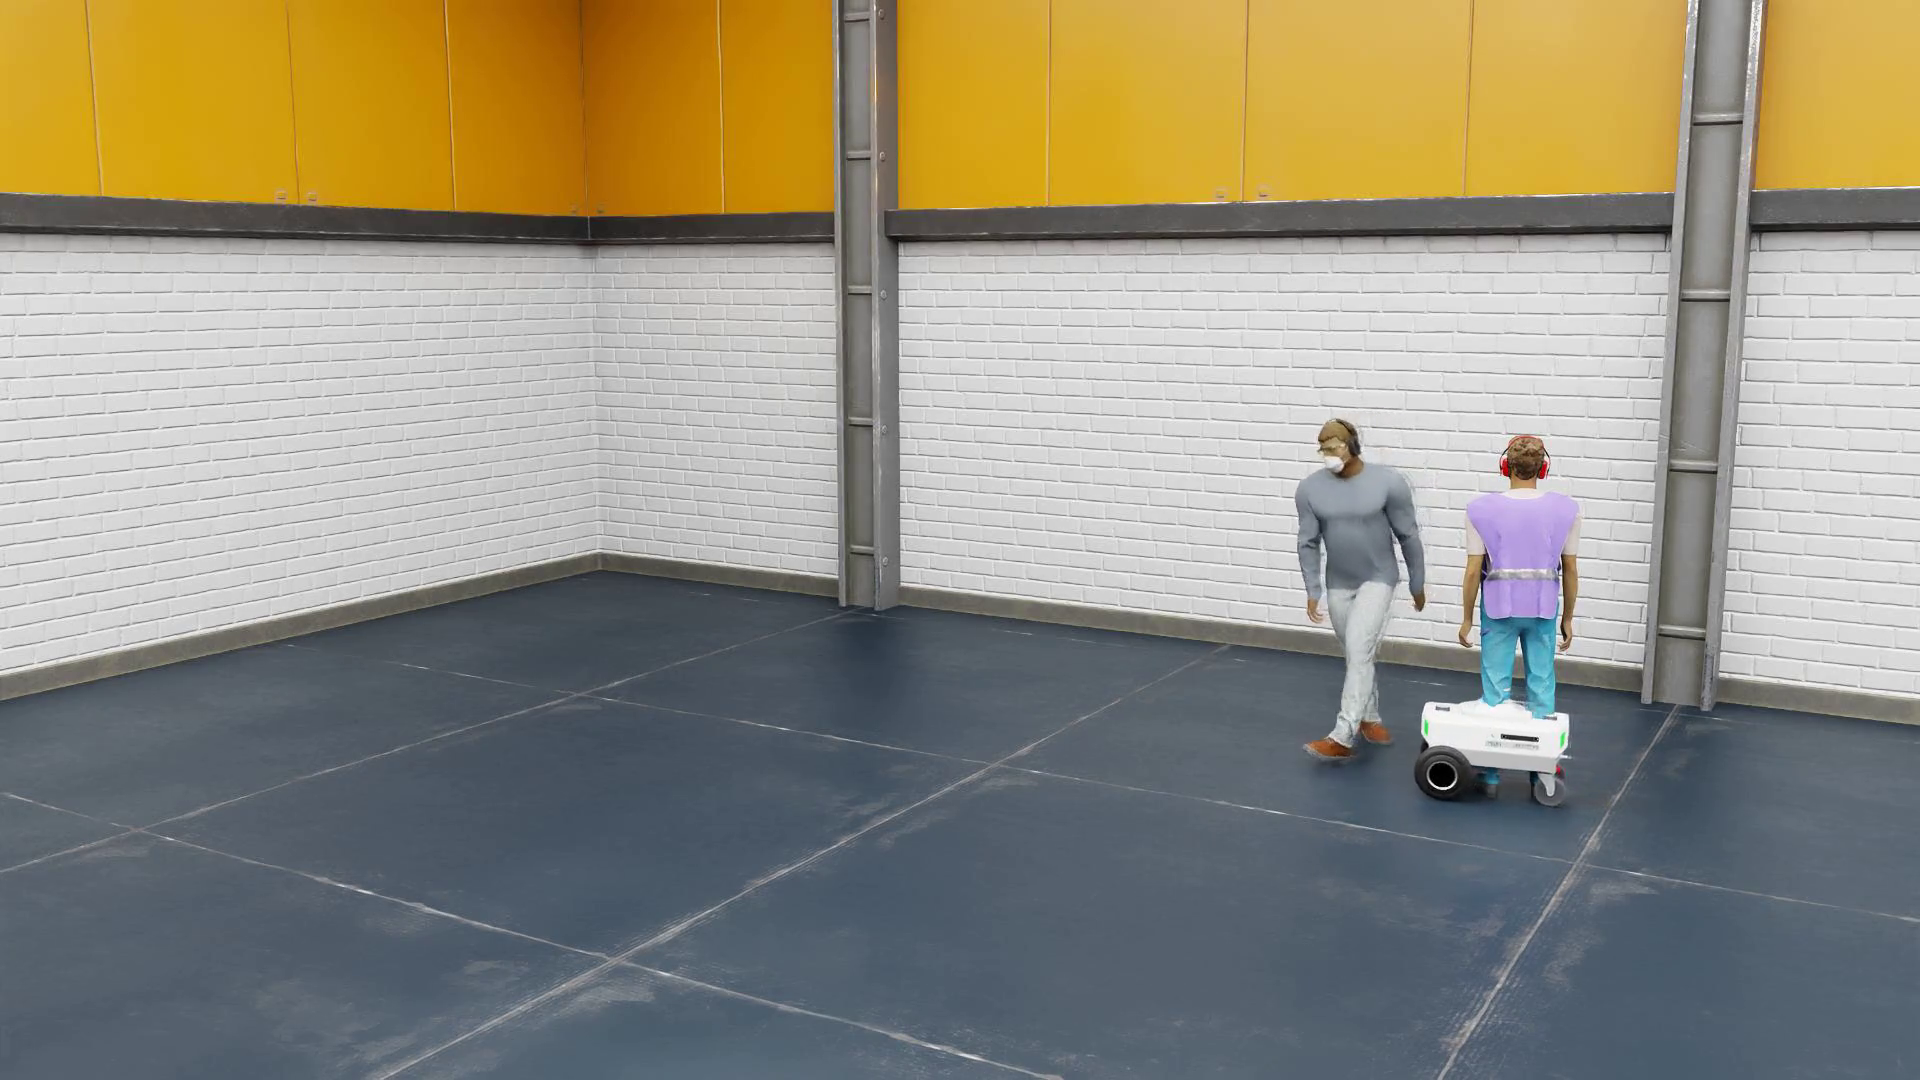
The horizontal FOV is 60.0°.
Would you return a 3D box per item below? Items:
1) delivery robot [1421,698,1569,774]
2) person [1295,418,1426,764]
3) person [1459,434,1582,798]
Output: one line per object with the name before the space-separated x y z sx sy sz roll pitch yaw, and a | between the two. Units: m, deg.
delivery robot | 2.716 0.979 8.441 0.707 0.478 0.477 3 10 19
person | 2.179 0.262 9.131 0.655 1.879 0.882 7 11 37
person | 2.807 0.394 8.367 0.563 1.847 0.390 1 9 7
